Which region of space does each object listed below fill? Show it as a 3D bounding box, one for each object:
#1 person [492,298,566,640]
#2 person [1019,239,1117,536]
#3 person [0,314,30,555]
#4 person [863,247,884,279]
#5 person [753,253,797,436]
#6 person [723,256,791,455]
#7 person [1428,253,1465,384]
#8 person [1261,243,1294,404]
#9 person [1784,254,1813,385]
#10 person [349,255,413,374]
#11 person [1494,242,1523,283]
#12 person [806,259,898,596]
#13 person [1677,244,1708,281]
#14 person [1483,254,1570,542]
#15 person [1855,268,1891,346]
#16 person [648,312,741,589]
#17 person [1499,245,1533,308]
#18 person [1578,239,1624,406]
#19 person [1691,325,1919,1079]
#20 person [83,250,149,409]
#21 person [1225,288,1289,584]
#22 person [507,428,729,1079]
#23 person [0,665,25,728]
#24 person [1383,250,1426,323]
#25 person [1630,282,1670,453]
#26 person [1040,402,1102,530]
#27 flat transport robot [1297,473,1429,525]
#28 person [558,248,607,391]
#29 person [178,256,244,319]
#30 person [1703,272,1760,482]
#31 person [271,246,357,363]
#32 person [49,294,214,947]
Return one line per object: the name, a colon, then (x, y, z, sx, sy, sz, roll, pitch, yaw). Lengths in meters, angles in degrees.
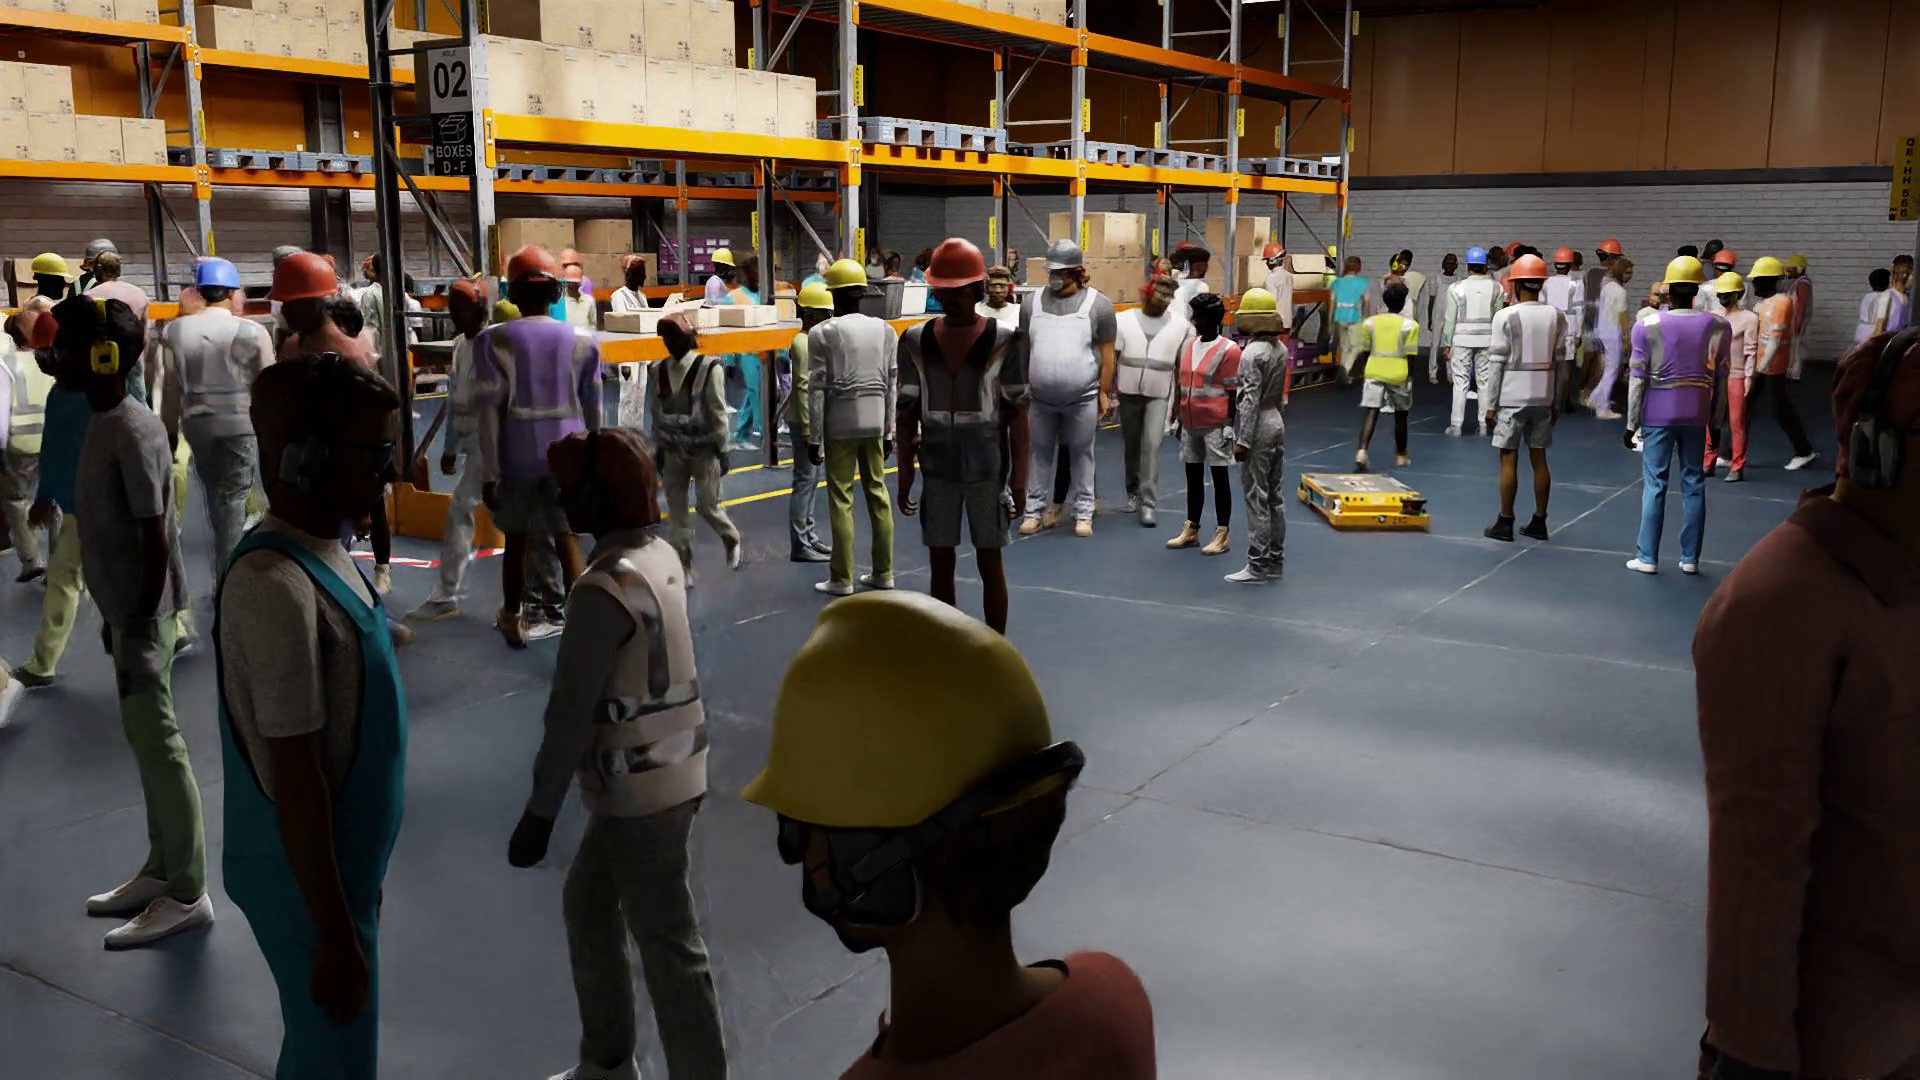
person: (-2.221, -0.360, 8.475, 0.309, 1.736, 0.485, -8, 13, -36)
person: (0.703, -1.034, 11.361, 0.681, 2.000, 0.536, 3, 11, 15)
person: (-6.277, -0.863, 10.677, 0.633, 1.944, 0.522, 4, 11, 19)
person: (-1.417, -4.109, 28.788, 0.626, 1.906, 0.897, 2, 10, 10)
person: (-1.949, -2.022, 17.164, 0.586, 1.921, 0.383, -9, 14, -42)
person: (-1.917, -1.737, 15.726, 0.919, 1.871, 0.606, 9, 14, 41)
person: (6.822, -3.096, 23.356, 0.504, 1.839, 0.348, 0, 10, 2)
person: (3.855, -2.631, 20.358, 0.404, 1.986, 0.613, 7, 13, 35)
person: (11.677, -3.068, 23.249, 0.403, 1.824, 0.602, 3, 11, 18)
person: (-5.293, -1.647, 15.195, 0.574, 1.884, 0.356, -3, 11, -17)
person: (7.531, -3.061, 22.714, 0.623, 1.993, 0.384, -7, 12, -33)
person: (-0.629, -0.642, 9.544, 0.584, 1.918, 0.399, -8, 13, -37)
person: (9.461, -2.860, 21.690, 0.367, 1.962, 0.613, -2, 10, -9)
person: (3.796, -0.952, 11.228, 0.546, 1.929, 0.388, -2, 10, -12)
person: (10.723, -2.338, 19.558, 0.319, 1.698, 0.537, 1, 10, 8)
person: (-1.513, -0.513, 9.631, 0.532, 1.619, 0.521, 4, 11, 23)
person: (7.029, -2.746, 21.072, 0.391, 1.958, 0.603, 9, 13, 40)
person: (7.845, -2.641, 20.302, 0.403, 2.036, 0.601, -3, 11, -18)
person: (1.314, 0.645, 2.430, 0.644, 1.907, 0.400, -8, 13, -38)
person: (-7.120, -1.471, 14.062, 0.377, 1.940, 0.628, 4, 11, 20)
person: (1.753, -0.611, 9.844, 0.318, 1.741, 0.493, 7, 12, 34)
person: (-0.788, 0.561, 3.680, 0.623, 1.615, 0.533, 0, 10, 1)
person: (-4.067, 0.059, 6.521, 0.502, 1.605, 0.805, 4, 11, 21)
person: (6.103, -3.049, 22.990, 0.593, 1.868, 0.988, 3, 11, 14)
person: (6.679, -1.647, 15.892, 0.351, 1.628, 0.536, 6, 12, 30)
person: (0.761, -0.930, 11.828, 0.739, 1.661, 0.546, -8, 13, -37)
flat transport robot: (2.952, -0.315, 12.280, 0.652, 0.197, 1.431, 0, 10, 1)
person: (-4.798, -2.706, 20.958, 0.543, 1.922, 0.732, 5, 11, 27)
person: (-7.411, -1.888, 16.585, 0.645, 1.874, 0.911, -1, 10, -6)
person: (6.426, -1.365, 13.987, 0.347, 1.760, 0.529, -7, 12, -32)
person: (-5.497, -1.561, 14.281, 0.534, 2.000, 0.805, 10, 14, 43)
person: (-2.410, 0.232, 4.815, 0.329, 1.874, 0.518, -6, 12, -32)
